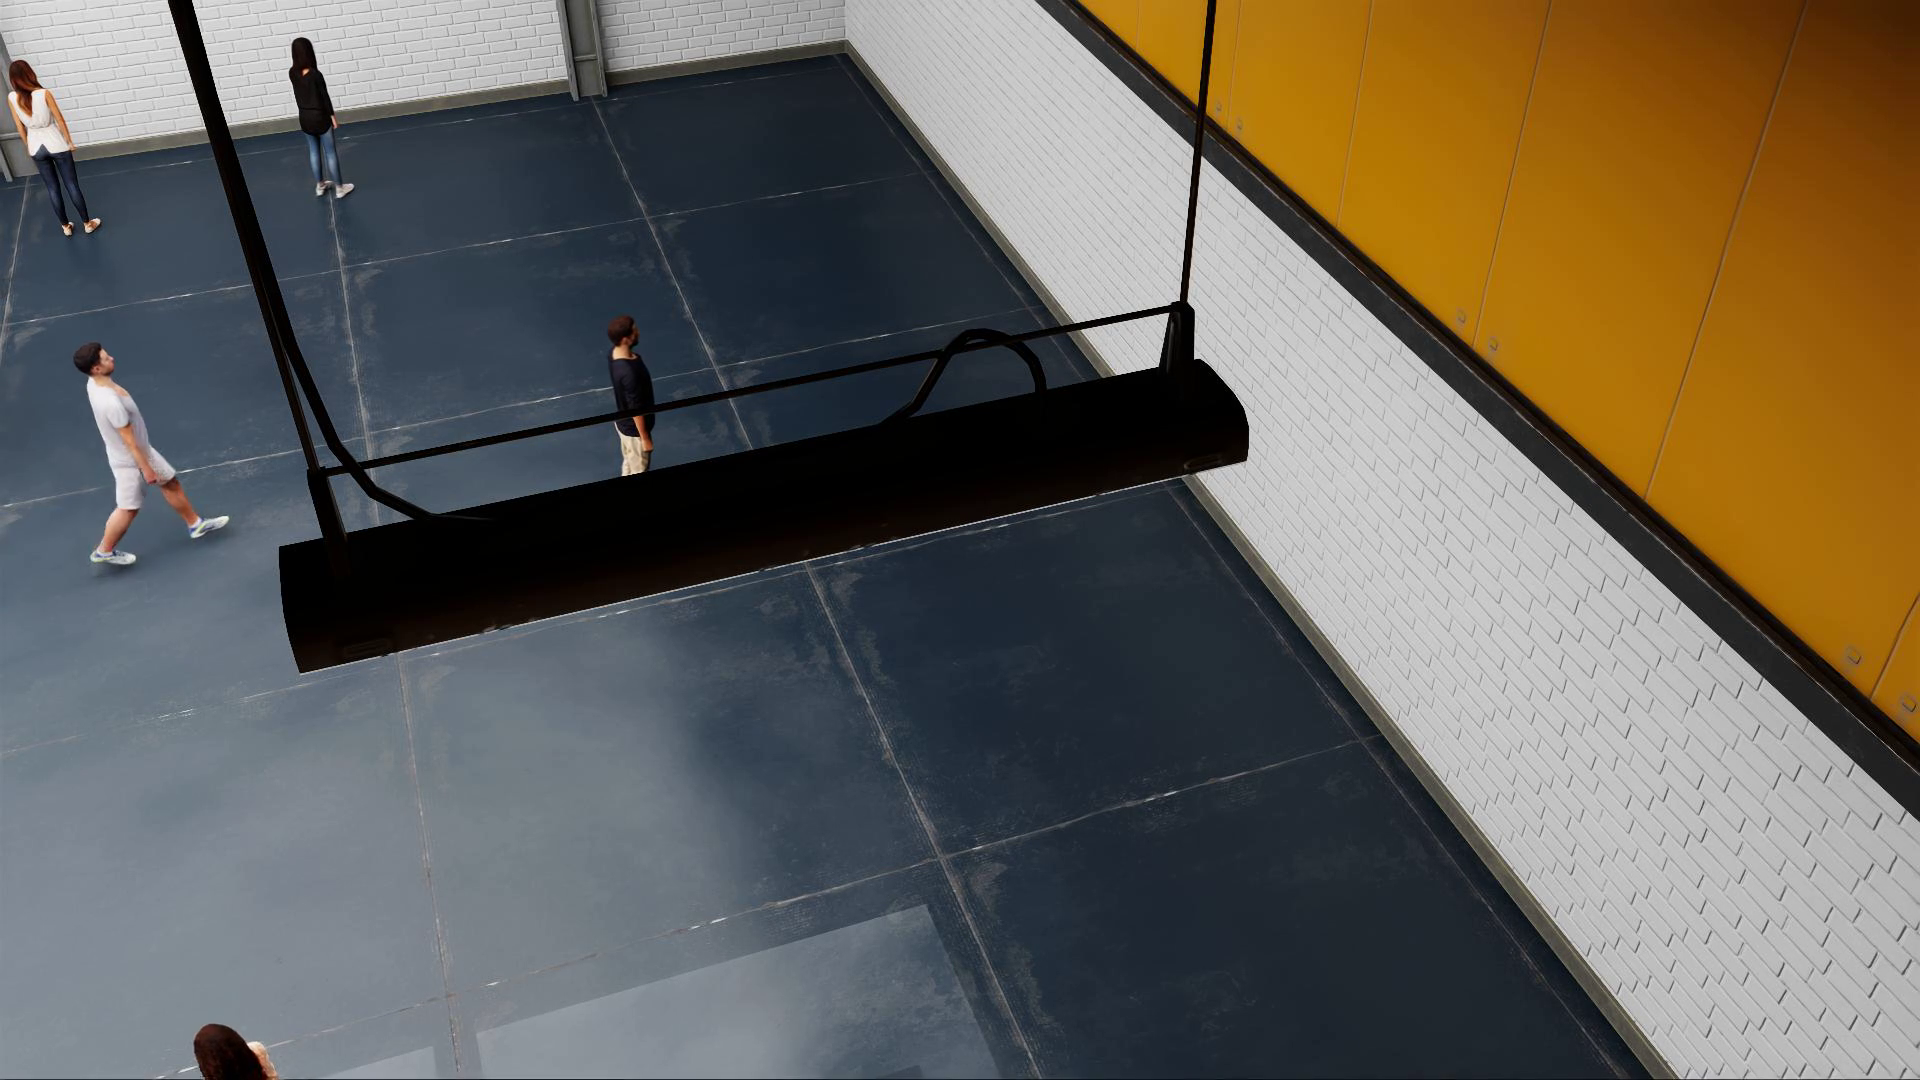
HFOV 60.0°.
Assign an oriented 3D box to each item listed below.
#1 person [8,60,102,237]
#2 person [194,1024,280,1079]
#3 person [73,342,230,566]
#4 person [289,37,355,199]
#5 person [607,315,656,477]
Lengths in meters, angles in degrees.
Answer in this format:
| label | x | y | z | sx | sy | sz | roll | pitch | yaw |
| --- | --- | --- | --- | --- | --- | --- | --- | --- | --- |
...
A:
| label | x | y | z | sx | sy | sz | roll | pitch | yaw |
| --- | --- | --- | --- | --- | --- | --- | --- | --- | --- |
| person | -8.871 | -3.809 | 16.194 | 0.506 | 1.785 | 0.684 | -7 | 39 | -9 |
| person | -3.412 | 2.875 | 8.087 | 1.022 | 1.457 | 0.939 | 14 | 41 | 17 |
| person | -6.144 | -0.579 | 12.125 | 1.297 | 1.816 | 0.874 | -22 | 44 | -25 |
| person | -6.554 | -4.293 | 16.915 | 0.621 | 1.643 | 0.700 | 10 | 40 | 13 |
| person | -2.444 | -0.857 | 12.444 | 0.557 | 1.852 | 0.640 | -15 | 41 | -18 |
